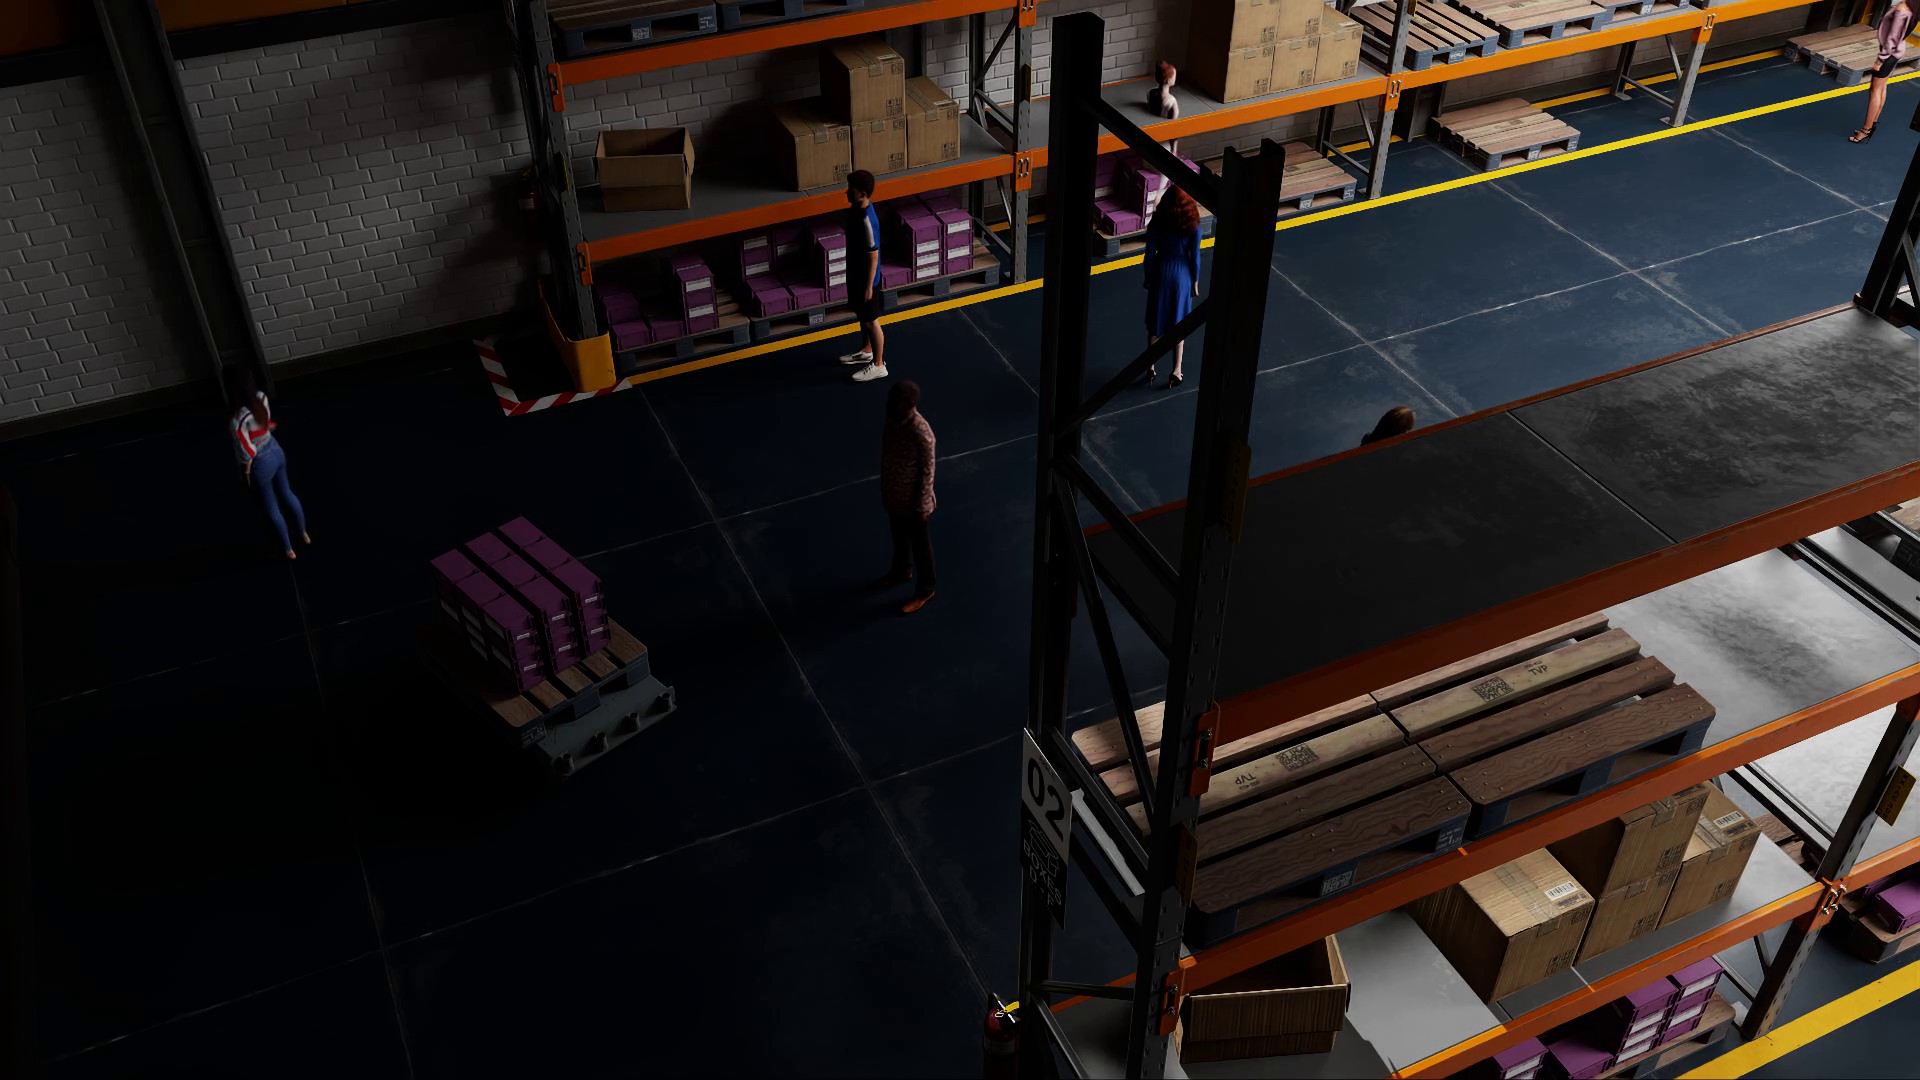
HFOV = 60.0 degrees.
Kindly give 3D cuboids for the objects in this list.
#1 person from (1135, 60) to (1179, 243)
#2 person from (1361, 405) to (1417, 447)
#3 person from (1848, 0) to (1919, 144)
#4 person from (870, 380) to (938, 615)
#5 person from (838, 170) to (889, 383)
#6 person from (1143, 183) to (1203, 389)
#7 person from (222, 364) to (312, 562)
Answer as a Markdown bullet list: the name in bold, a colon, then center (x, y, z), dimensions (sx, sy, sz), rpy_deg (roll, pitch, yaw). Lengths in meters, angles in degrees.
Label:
- **person**: center (1.836, -3.624, 15.550), dimensions (0.538, 1.791, 0.584), rpy_deg (-21, 43, -24)
- **person**: center (2.748, -0.173, 11.294), dimensions (0.764, 1.709, 0.614), rpy_deg (-17, 42, -20)
- **person**: center (9.642, -5.006, 17.264), dimensions (0.757, 1.811, 0.609), rpy_deg (29, 47, 31)
- **person**: center (-0.353, -0.335, 11.417), dimensions (0.653, 1.808, 0.720), rpy_deg (-24, 45, -27)
- **person**: center (-0.788, -2.192, 13.696), dimensions (0.573, 1.866, 0.648), rpy_deg (-14, 41, -17)
- **person**: center (1.707, -2.066, 13.571), dimensions (0.709, 1.827, 0.774), rpy_deg (11, 40, 14)
- **person**: center (-4.956, -0.570, 11.868), dimensions (0.694, 1.614, 0.671), rpy_deg (7, 39, 8)
